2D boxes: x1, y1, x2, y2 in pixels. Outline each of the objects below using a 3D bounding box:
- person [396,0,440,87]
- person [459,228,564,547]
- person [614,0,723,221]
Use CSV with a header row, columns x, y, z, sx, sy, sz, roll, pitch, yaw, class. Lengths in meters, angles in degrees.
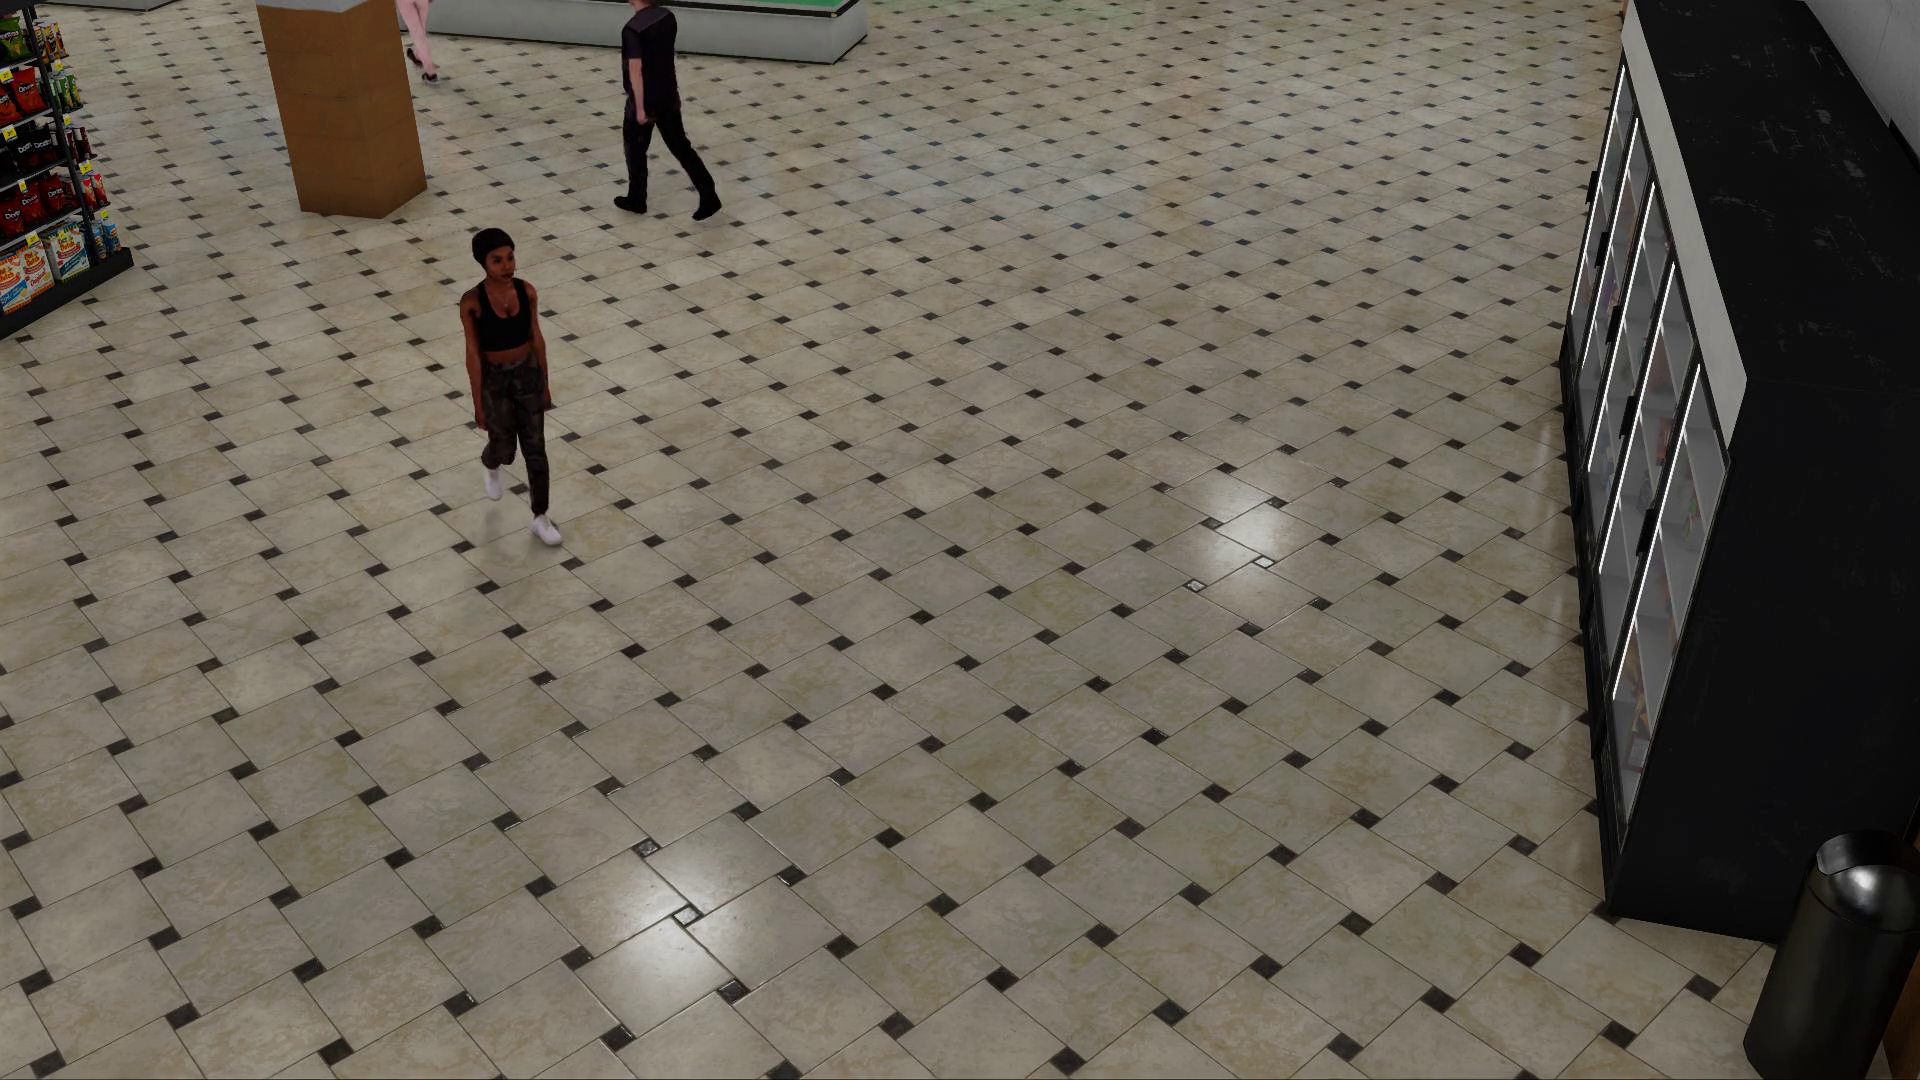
x,y,z,sx,sy,sz,roll,pitch,yaw,class
-5.000,-4.953,15.269,0.890,1.531,1.043,-24,39,-33,person
-2.318,-0.792,8.439,0.891,1.683,0.983,-21,38,-30,person
-2.162,-3.192,12.177,1.281,1.809,0.934,18,36,27,person
